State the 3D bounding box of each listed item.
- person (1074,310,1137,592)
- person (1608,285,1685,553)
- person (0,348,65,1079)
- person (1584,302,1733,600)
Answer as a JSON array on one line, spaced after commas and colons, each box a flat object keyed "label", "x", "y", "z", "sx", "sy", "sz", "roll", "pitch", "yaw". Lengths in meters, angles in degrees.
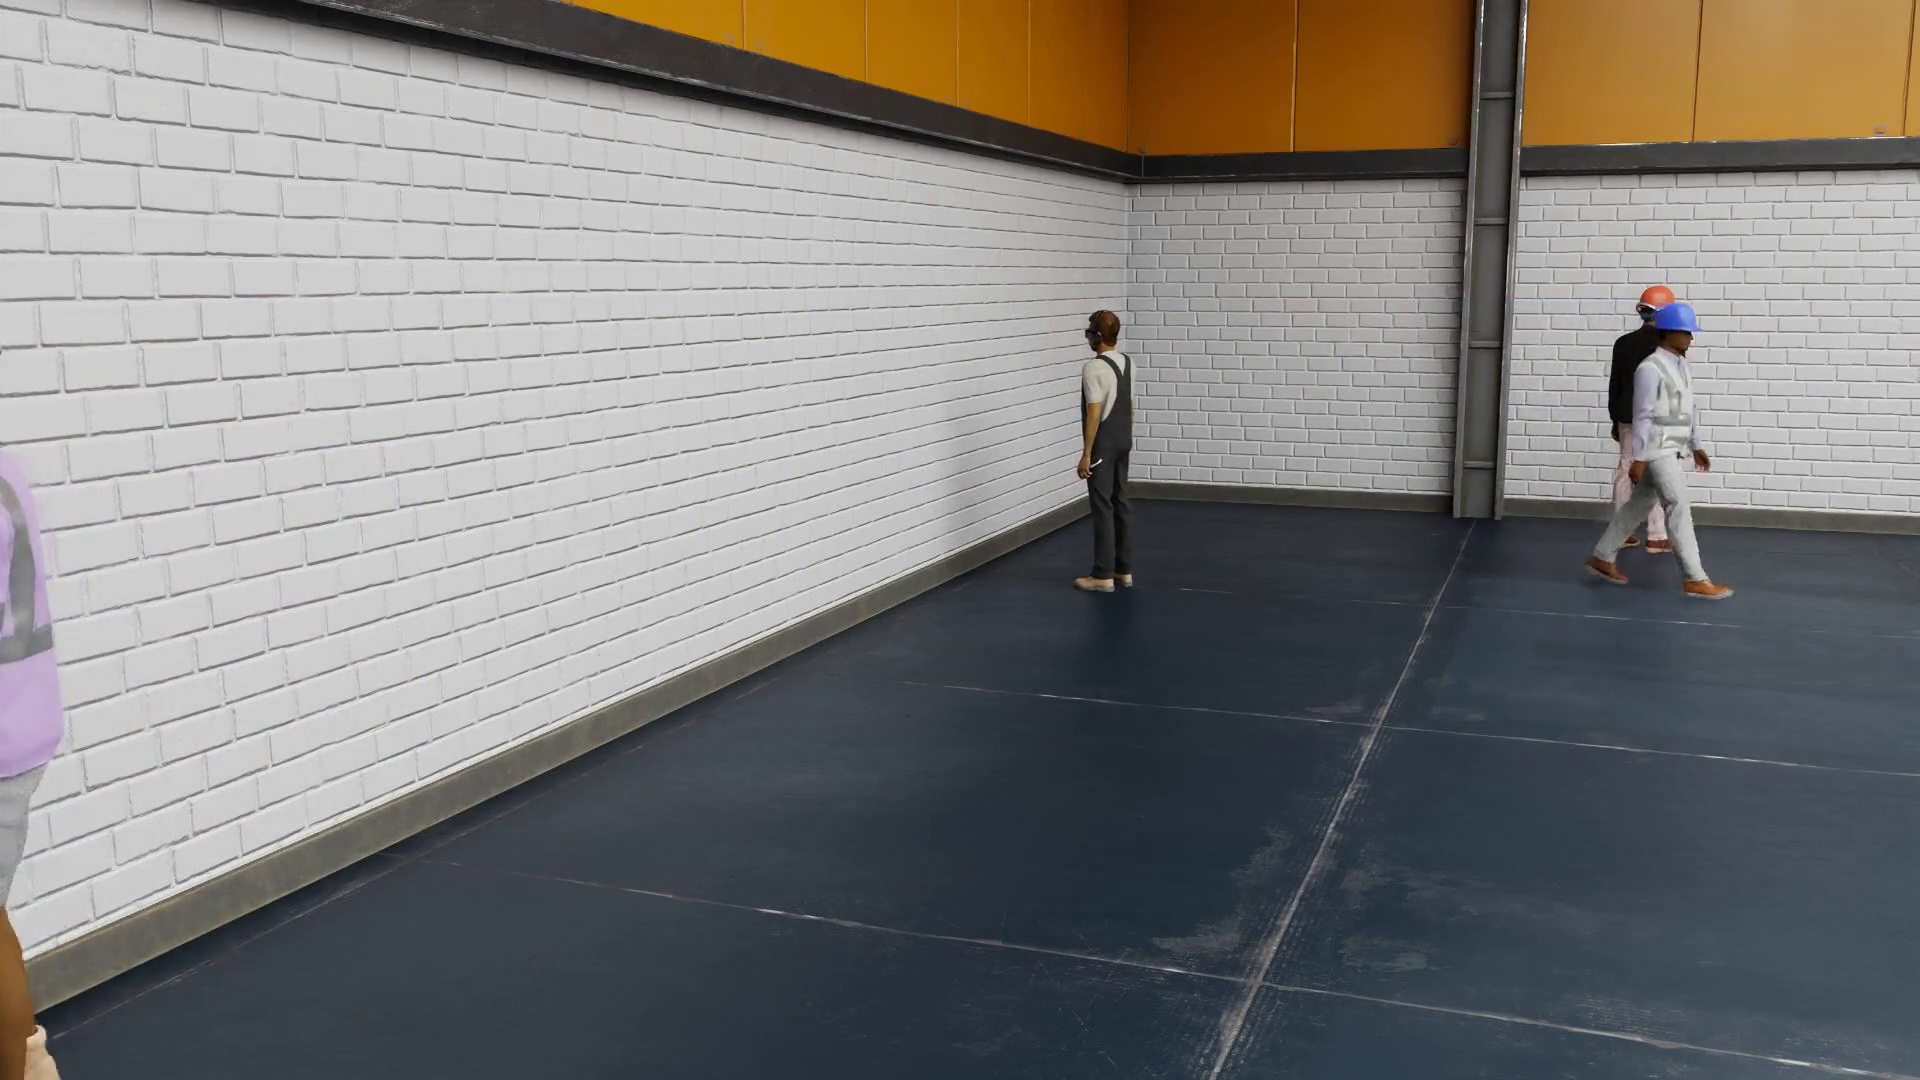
[{"label": "person", "x": 0.957, "y": -0.582, "z": 10.927, "sx": 0.339, "sy": 1.845, "sz": 0.507, "roll": 8, "pitch": 12, "yaw": 41}, {"label": "person", "x": 5.169, "y": -0.908, "z": 12.498, "sx": 0.389, "sy": 1.996, "sz": 0.612, "roll": -5, "pitch": 11, "yaw": -31}, {"label": "person", "x": -2.277, "y": 0.464, "z": 3.776, "sx": 0.433, "sy": 2.033, "sz": 0.658, "roll": -5, "pitch": 10, "yaw": -29}, {"label": "person", "x": 4.568, "y": -0.596, "z": 10.867, "sx": 0.990, "sy": 1.907, "sz": 0.613, "roll": 7, "pitch": 12, "yaw": 39}]
